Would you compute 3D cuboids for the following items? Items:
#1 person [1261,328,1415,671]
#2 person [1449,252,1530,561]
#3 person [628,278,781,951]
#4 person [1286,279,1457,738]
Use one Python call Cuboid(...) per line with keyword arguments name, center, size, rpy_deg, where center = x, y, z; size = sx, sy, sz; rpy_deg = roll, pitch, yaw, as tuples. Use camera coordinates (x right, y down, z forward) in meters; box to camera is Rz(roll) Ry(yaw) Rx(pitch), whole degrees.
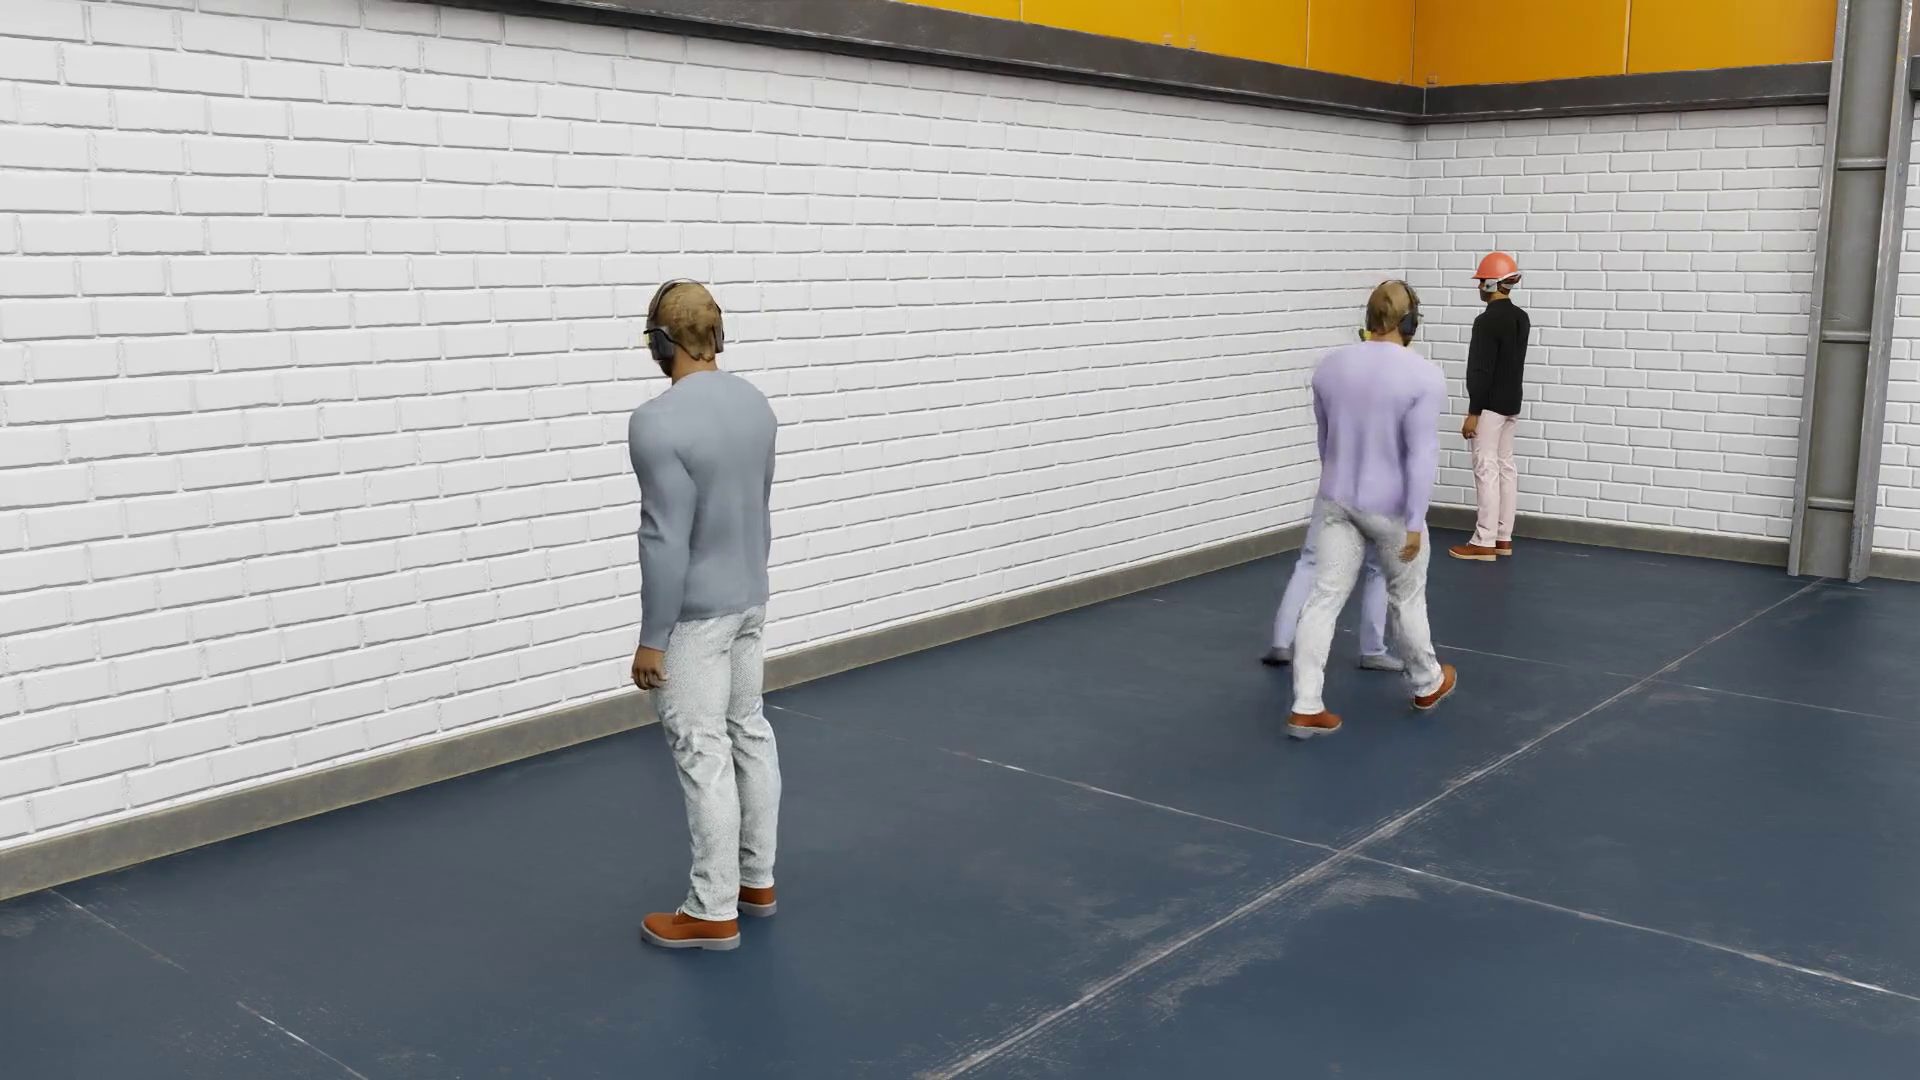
Cuboid(name="person", center=(1.811, -0.210, 7.909), size=(0.639, 1.724, 0.580), rpy_deg=(-4, 11, -24))
Cuboid(name="person", center=(3.462, -0.863, 10.827), size=(0.381, 1.994, 0.619), rpy_deg=(9, 13, 41))
Cuboid(name="person", center=(-0.744, 0.221, 4.823), size=(0.369, 1.936, 0.630), rpy_deg=(4, 11, 23))
Cuboid(name="person", center=(1.752, -0.134, 6.981), size=(0.646, 1.884, 1.028), rpy_deg=(9, 14, 43))
